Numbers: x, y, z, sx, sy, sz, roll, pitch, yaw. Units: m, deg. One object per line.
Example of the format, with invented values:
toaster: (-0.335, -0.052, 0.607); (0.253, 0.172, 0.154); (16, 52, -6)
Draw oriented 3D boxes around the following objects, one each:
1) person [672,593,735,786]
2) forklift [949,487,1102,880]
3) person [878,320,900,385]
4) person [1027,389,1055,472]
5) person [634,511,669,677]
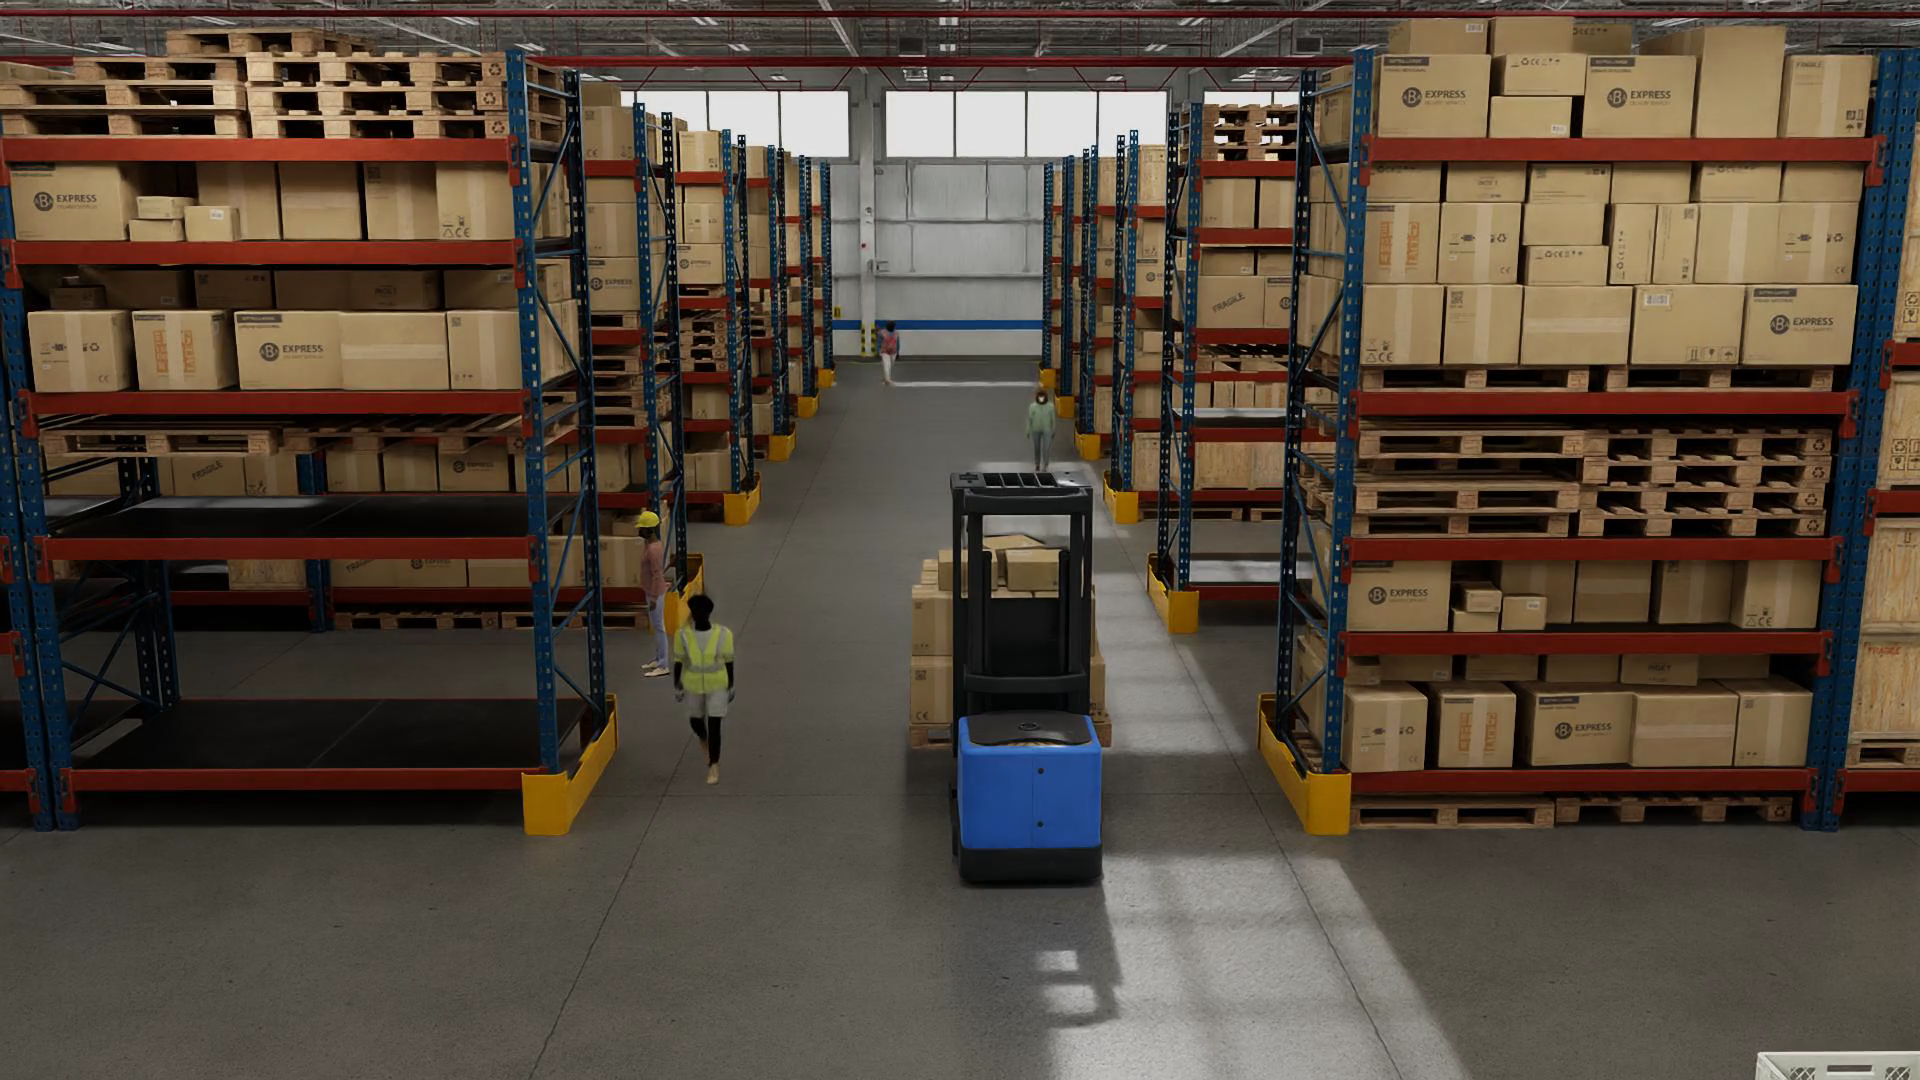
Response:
person: (-2.220, 1.250, 14.524); (0.546, 1.672, 0.690); (0, 11, 0)
forklift: (0.495, 0.986, 12.813); (1.129, 2.768, 1.873); (0, 11, -2)
person: (-2.011, -5.237, 46.322); (0.648, 1.816, 0.708); (-5, 13, -25)
person: (1.509, -2.032, 30.974); (0.517, 1.594, 0.849); (0, 11, 1)
person: (-3.273, 0.567, 17.661); (0.310, 1.768, 0.533); (-3, 12, -14)
